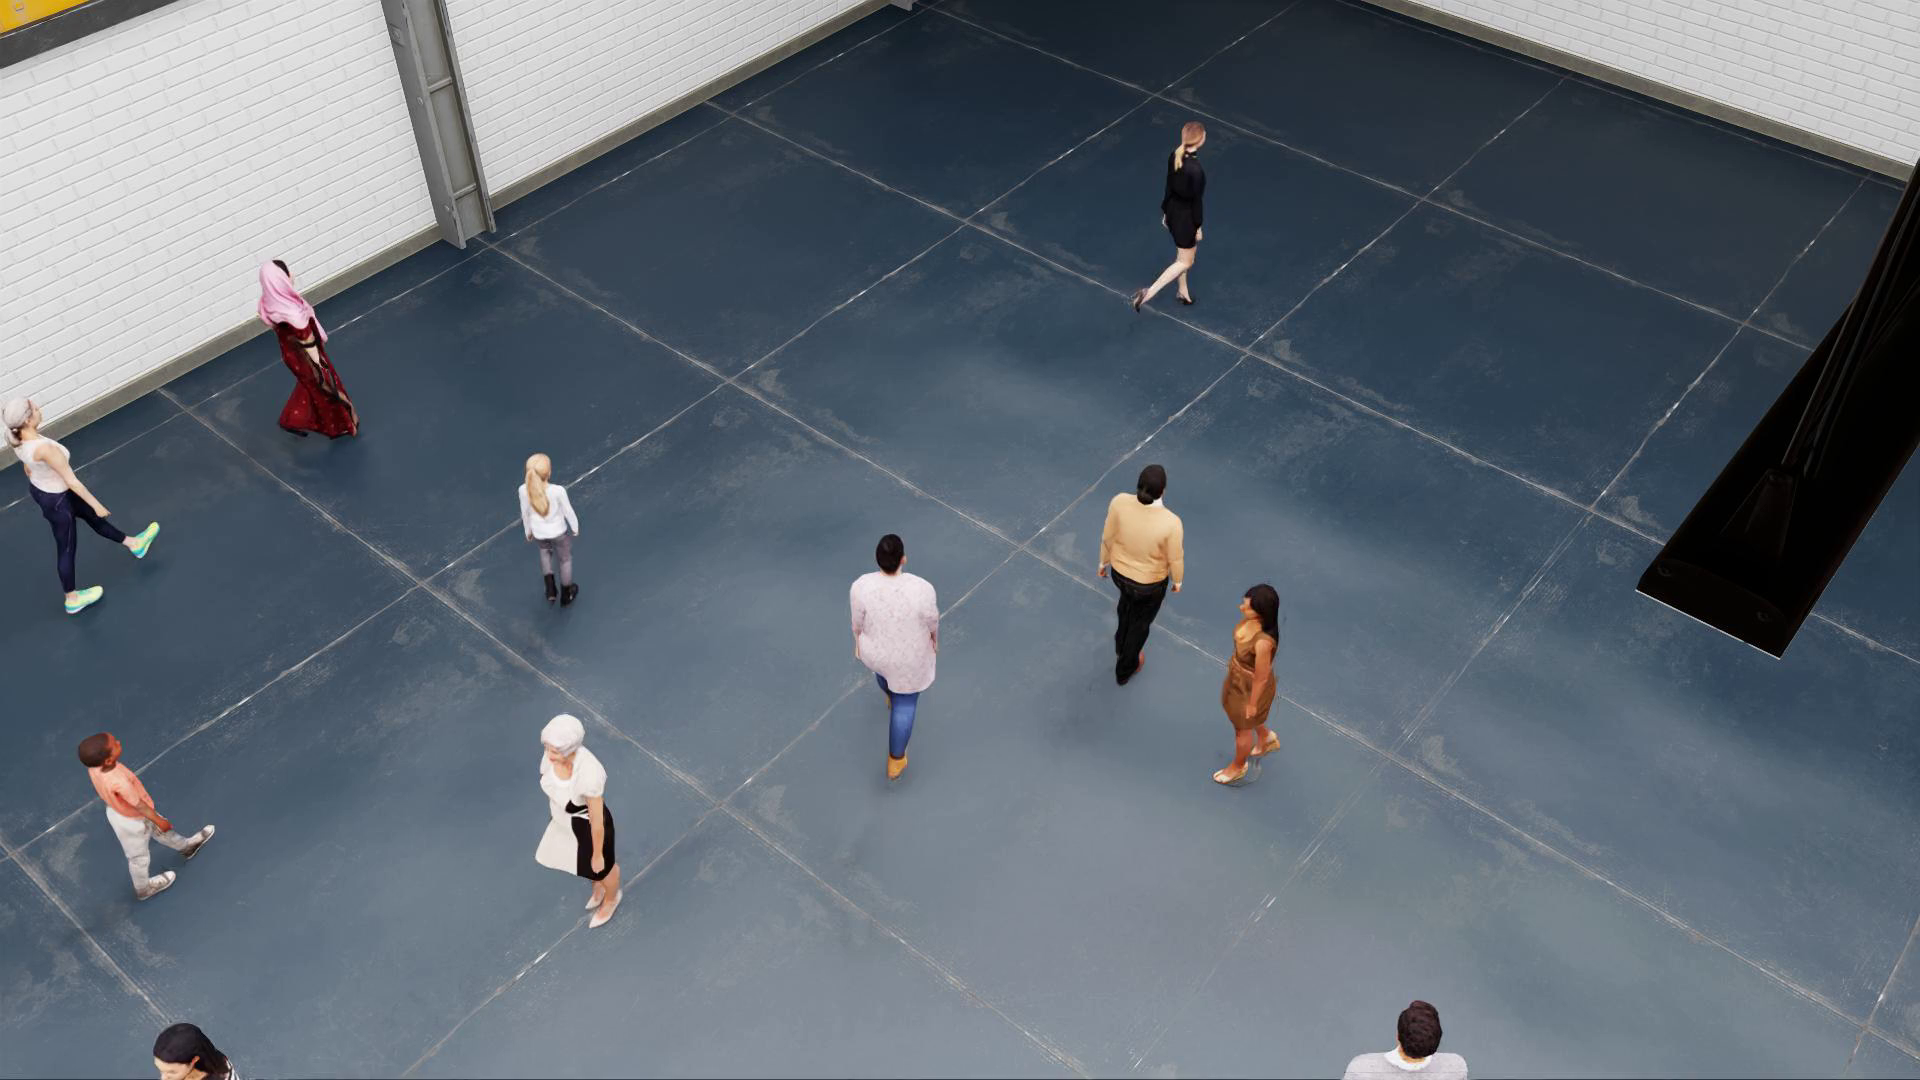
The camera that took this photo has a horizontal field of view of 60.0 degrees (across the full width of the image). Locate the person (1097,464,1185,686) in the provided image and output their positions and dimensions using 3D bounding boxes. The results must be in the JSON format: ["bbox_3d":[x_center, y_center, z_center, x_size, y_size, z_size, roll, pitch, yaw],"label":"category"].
[{"bbox_3d":[1.084,0.264,10.461,0.727,1.740,0.752,25,49,24],"label":"person"}]

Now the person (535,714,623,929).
[{"bbox_3d":[-2.001,1.518,9.143,0.658,1.744,0.684,-34,53,-30],"label":"person"}]

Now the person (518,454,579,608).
[{"bbox_3d":[-2.756,-0.020,11.101,0.607,1.269,0.658,3,44,3],"label":"person"}]

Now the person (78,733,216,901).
[{"bbox_3d":[-4.743,1.589,9.395,0.537,1.293,0.778,33,53,30],"label":"person"}]

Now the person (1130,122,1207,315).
[{"bbox_3d":[1.732,-2.516,13.375,1.031,1.747,0.793,-22,48,-21],"label":"person"}]

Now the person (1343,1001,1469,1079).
[{"bbox_3d":[1.982,2.801,7.666,1.229,1.923,1.330,0,44,0],"label":"person"}]

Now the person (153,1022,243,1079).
[{"bbox_3d":[-3.396,2.712,7.874,0.825,1.764,1.155,18,46,18],"label":"person"}]

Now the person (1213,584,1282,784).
[{"bbox_3d":[1.762,0.843,9.896,0.813,1.683,0.754,-2,44,-2],"label":"person"}]

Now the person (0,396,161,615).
[{"bbox_3d":[-6.025,-0.188,10.986,0.665,1.671,1.071,27,50,25],"label":"person"}]

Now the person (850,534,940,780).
[{"bbox_3d":[-0.408,0.700,10.030,1.038,1.705,1.230,7,44,8],"label":"person"}]

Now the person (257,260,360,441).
[{"bbox_3d":[-4.880,-1.339,12.228,0.837,1.625,0.723,-29,51,-27],"label":"person"}]
